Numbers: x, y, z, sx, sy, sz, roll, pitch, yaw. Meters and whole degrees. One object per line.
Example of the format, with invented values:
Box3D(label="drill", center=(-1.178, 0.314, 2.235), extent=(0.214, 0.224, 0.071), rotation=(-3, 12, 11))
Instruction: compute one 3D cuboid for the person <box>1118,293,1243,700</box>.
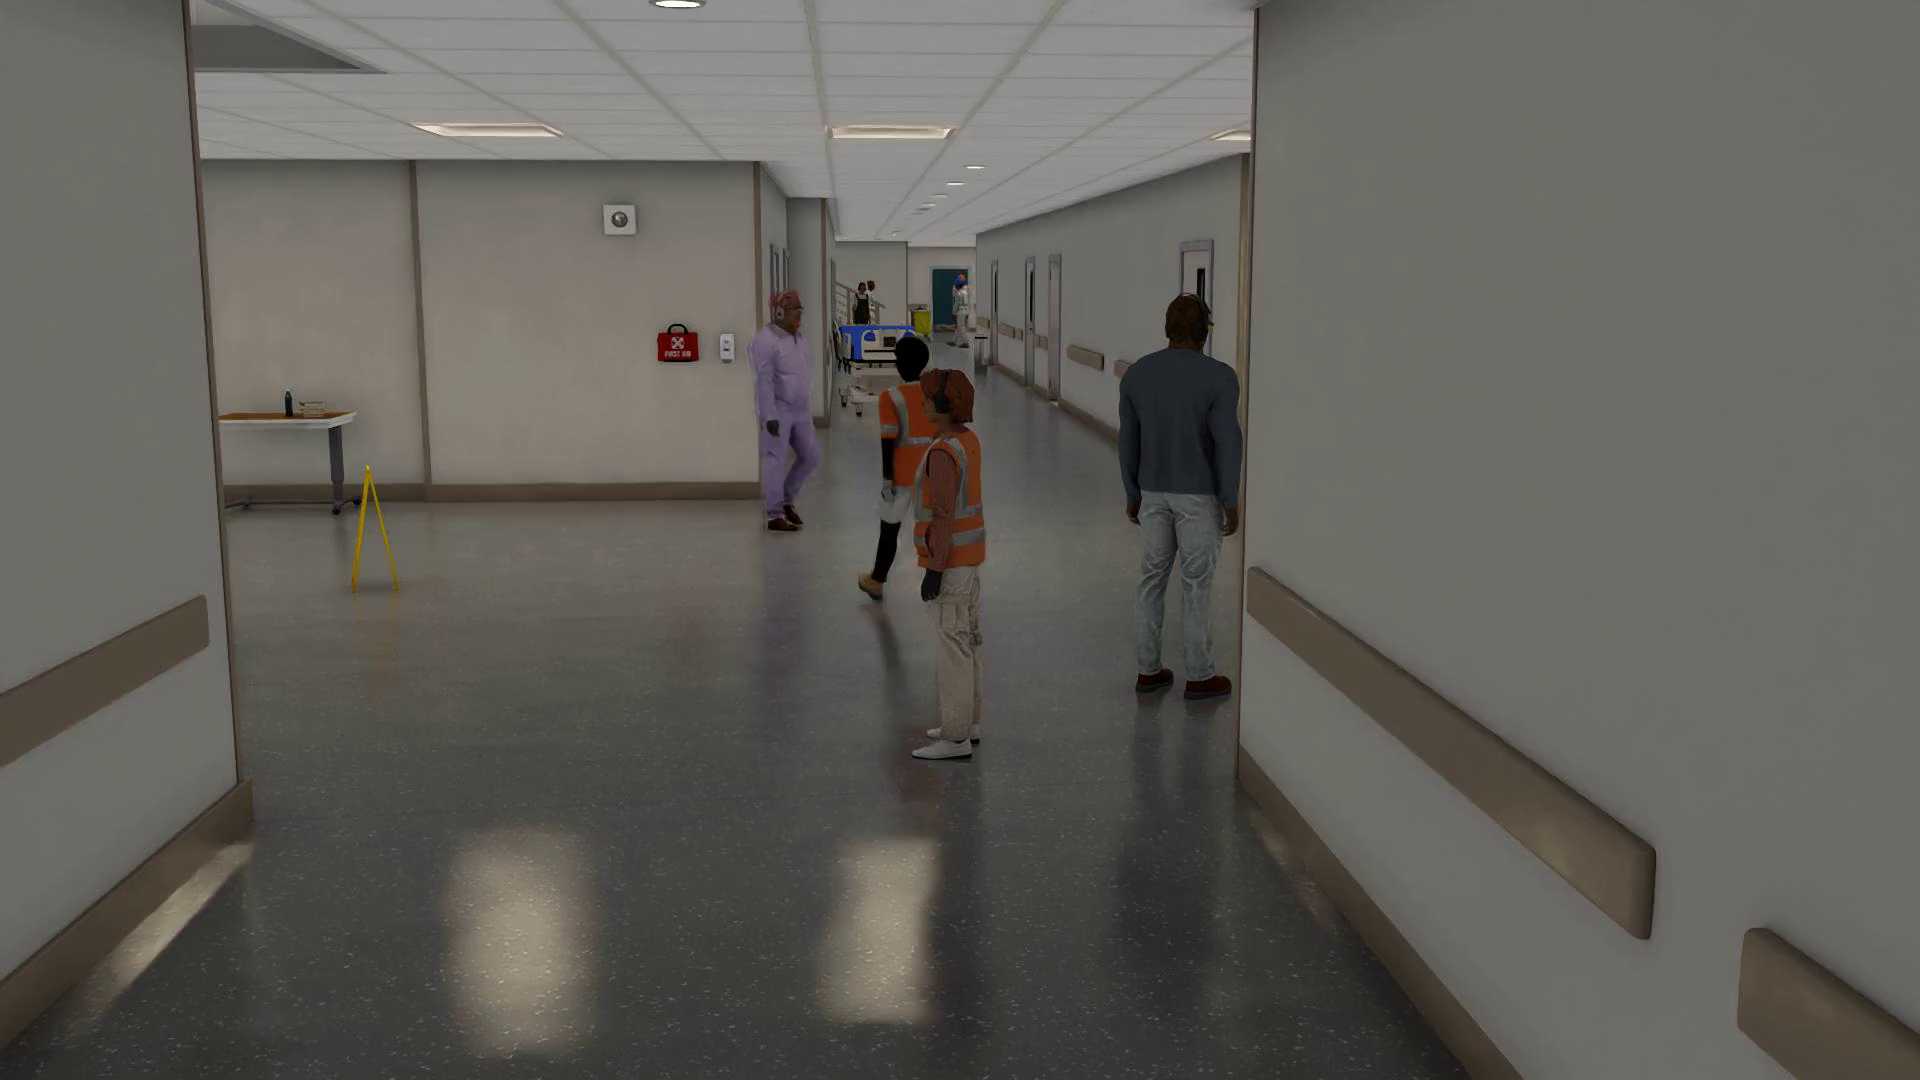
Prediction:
Box3D(label="person", center=(1.056, -0.206, 7.971), extent=(0.635, 1.937, 0.353), rotation=(7, 11, 36))

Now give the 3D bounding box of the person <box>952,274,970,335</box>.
Box3D(label="person", center=(0.049, -7.980, 56.435), extent=(0.615, 2.047, 0.356), rotation=(-1, 9, -7))

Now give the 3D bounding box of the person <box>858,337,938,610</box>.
Box3D(label="person", center=(-0.291, -0.406, 10.112), extent=(0.552, 1.642, 0.885), rotation=(-6, 11, -33))

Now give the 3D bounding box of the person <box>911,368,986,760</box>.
Box3D(label="person", center=(-0.043, 0.100, 6.978), extent=(0.310, 1.642, 0.514), rotation=(2, 9, 13))

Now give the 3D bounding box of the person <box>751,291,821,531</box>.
Box3D(label="person", center=(-1.364, -1.006, 13.123), extent=(0.418, 1.896, 0.640), rotation=(6, 11, 32))

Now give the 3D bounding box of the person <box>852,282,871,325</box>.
Box3D(label="person", center=(-2.508, -5.658, 42.529), extent=(0.520, 1.846, 0.378), rotation=(-5, 10, -27))

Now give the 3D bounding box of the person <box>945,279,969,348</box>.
Box3D(label="person", center=(-0.086, -6.327, 46.454), extent=(0.808, 1.913, 0.640), rotation=(4, 10, 23))

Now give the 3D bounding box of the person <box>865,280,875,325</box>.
Box3D(label="person", center=(-2.594, -6.478, 47.578), extent=(0.356, 1.869, 0.575), rotation=(0, 9, -2))
